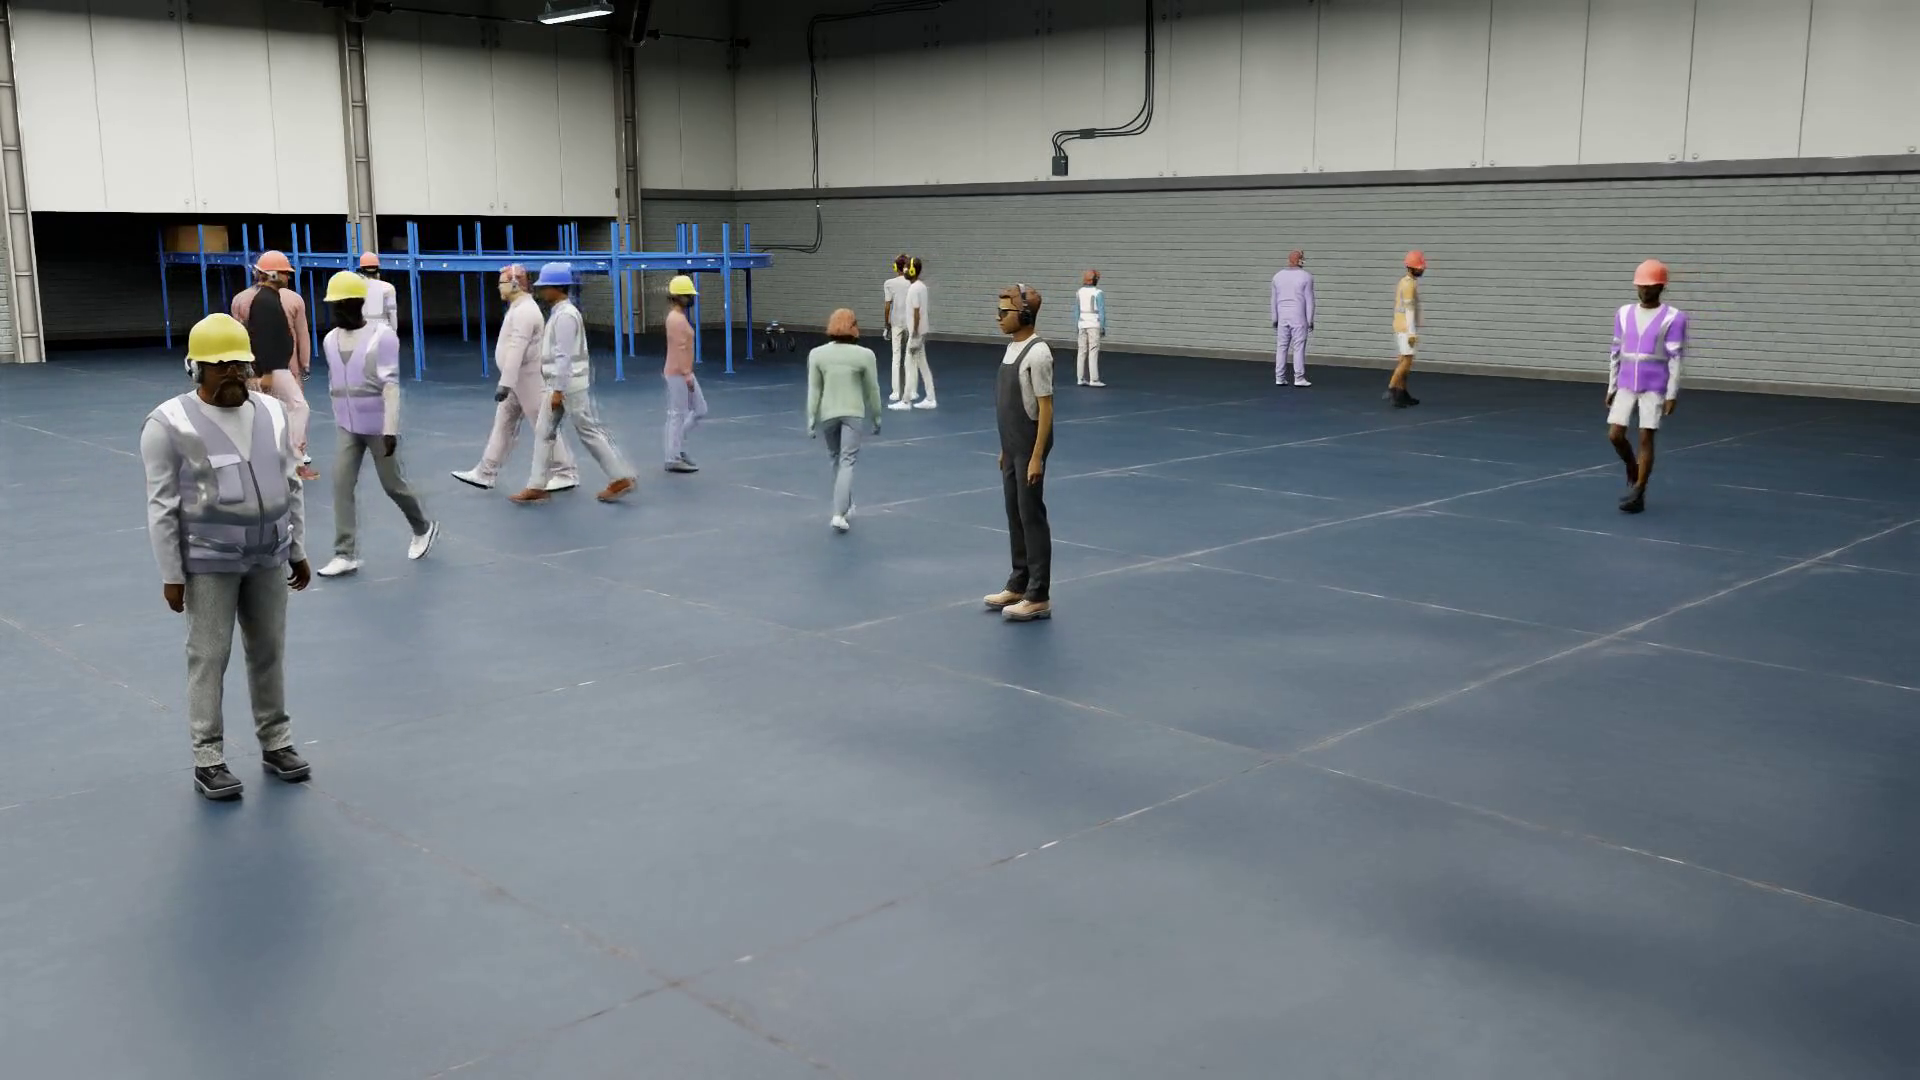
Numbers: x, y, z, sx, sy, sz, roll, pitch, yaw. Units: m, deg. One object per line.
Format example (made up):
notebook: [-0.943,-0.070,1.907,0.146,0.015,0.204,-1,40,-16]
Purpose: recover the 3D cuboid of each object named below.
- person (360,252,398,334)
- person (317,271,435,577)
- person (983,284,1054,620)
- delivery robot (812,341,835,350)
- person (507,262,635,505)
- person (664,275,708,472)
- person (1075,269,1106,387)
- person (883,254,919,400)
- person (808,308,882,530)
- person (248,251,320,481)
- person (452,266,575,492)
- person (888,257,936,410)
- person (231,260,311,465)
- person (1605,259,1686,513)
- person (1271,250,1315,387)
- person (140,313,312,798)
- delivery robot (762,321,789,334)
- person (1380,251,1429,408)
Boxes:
person: [-6.892,-2.406,19.506,0.560,1.914,0.683,-5,11,-23]
person: [-3.742,-0.761,10.583,0.591,1.898,0.901,4,11,19]
person: [0.342,-0.490,9.234,0.331,1.844,0.519,-4,11,-19]
delivery robot: [-1.947,-2.834,25.395,0.477,0.478,0.707,6,12,29]
person: [-3.069,-1.229,13.124,0.974,1.912,0.611,-5,11,-24]
person: [-2.466,-1.479,14.875,0.388,1.752,0.538,0,10,-1]
person: [1.828,-2.970,23.324,0.310,1.636,0.523,-9,14,-41]
person: [-0.731,-2.744,21.458,0.531,1.870,0.318,-2,10,-8]
person: [-0.846,-0.885,12.098,0.516,1.587,0.864,2,11,10]
person: [-5.815,-1.484,14.291,0.679,1.969,0.617,-6,12,-28]
person: [-3.682,-1.311,13.686,0.988,1.857,0.643,-4,11,-21]
person: [-0.574,-2.532,20.366,0.473,1.871,0.545,2,11,12]
person: [-6.310,-1.631,15.289,0.646,1.907,0.401,-3,11,-18]
person: [5.229,-1.176,12.752,0.574,1.925,0.409,10,14,44]
person: [4.695,-3.114,23.377,0.652,1.906,0.403,8,13,39]
person: [-2.760,0.055,6.334,0.404,1.825,0.599,7,13,35]
delivery robot: [-3.395,-3.910,30.554,0.335,0.223,0.698,-7,12,-33]
person: [5.540,-2.617,20.697,0.489,1.907,0.619,2,11,13]
